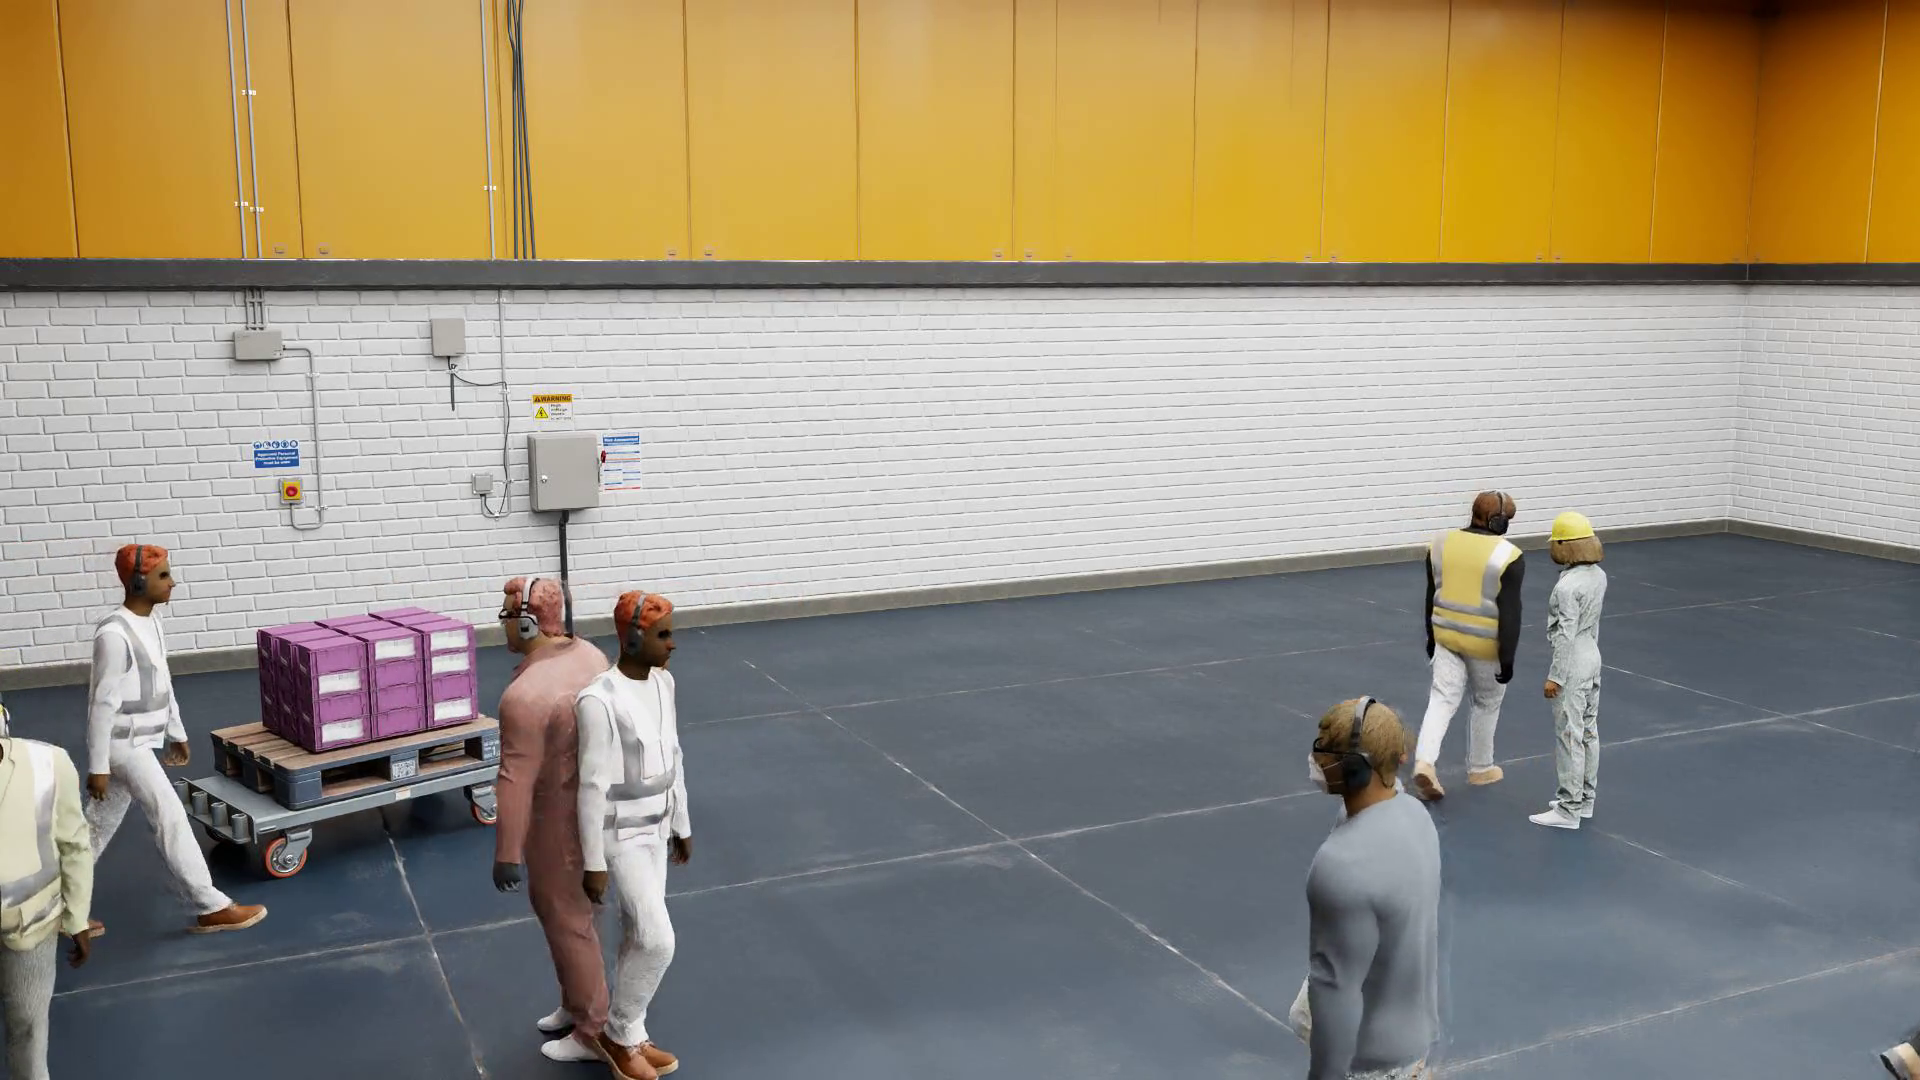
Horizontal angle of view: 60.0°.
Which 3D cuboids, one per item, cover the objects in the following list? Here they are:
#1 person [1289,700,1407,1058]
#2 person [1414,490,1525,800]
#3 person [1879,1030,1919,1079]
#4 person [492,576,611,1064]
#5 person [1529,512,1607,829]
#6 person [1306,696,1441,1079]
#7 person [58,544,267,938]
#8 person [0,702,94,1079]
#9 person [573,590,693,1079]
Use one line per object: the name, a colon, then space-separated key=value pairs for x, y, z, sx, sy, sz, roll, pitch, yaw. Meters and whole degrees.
person: x=1.336 y=1.330 z=5.610 sx=0.416 sy=1.614 sz=0.518 roll=6 pitch=11 yaw=32
person: x=2.913 y=0.609 z=9.599 sx=0.878 sy=1.799 sz=0.637 roll=-9 pitch=12 yaw=-43
person: x=3.587 y=1.216 z=5.657 sx=0.573 sy=1.833 sz=0.523 roll=1 pitch=9 yaw=7
person: x=-1.558 y=1.071 z=6.360 sx=0.571 sy=1.894 sz=0.696 roll=2 pitch=9 yaw=12
person: x=3.336 y=0.709 z=9.122 sx=0.311 sy=1.735 sz=0.484 roll=8 pitch=12 yaw=41
person: x=1.167 y=1.369 z=4.474 sx=0.817 sy=1.919 sz=0.636 roll=5 pitch=11 yaw=29
person: x=-3.767 y=0.921 z=7.536 sx=1.003 sy=1.828 sz=0.586 roll=-2 pitch=9 yaw=-14
person: x=-3.203 y=1.275 z=5.505 sx=0.606 sy=1.793 sz=0.625 roll=-7 pitch=12 yaw=-38
person: x=-1.184 y=1.112 z=6.194 sx=0.446 sy=1.866 sz=0.595 roll=3 pitch=10 yaw=18
